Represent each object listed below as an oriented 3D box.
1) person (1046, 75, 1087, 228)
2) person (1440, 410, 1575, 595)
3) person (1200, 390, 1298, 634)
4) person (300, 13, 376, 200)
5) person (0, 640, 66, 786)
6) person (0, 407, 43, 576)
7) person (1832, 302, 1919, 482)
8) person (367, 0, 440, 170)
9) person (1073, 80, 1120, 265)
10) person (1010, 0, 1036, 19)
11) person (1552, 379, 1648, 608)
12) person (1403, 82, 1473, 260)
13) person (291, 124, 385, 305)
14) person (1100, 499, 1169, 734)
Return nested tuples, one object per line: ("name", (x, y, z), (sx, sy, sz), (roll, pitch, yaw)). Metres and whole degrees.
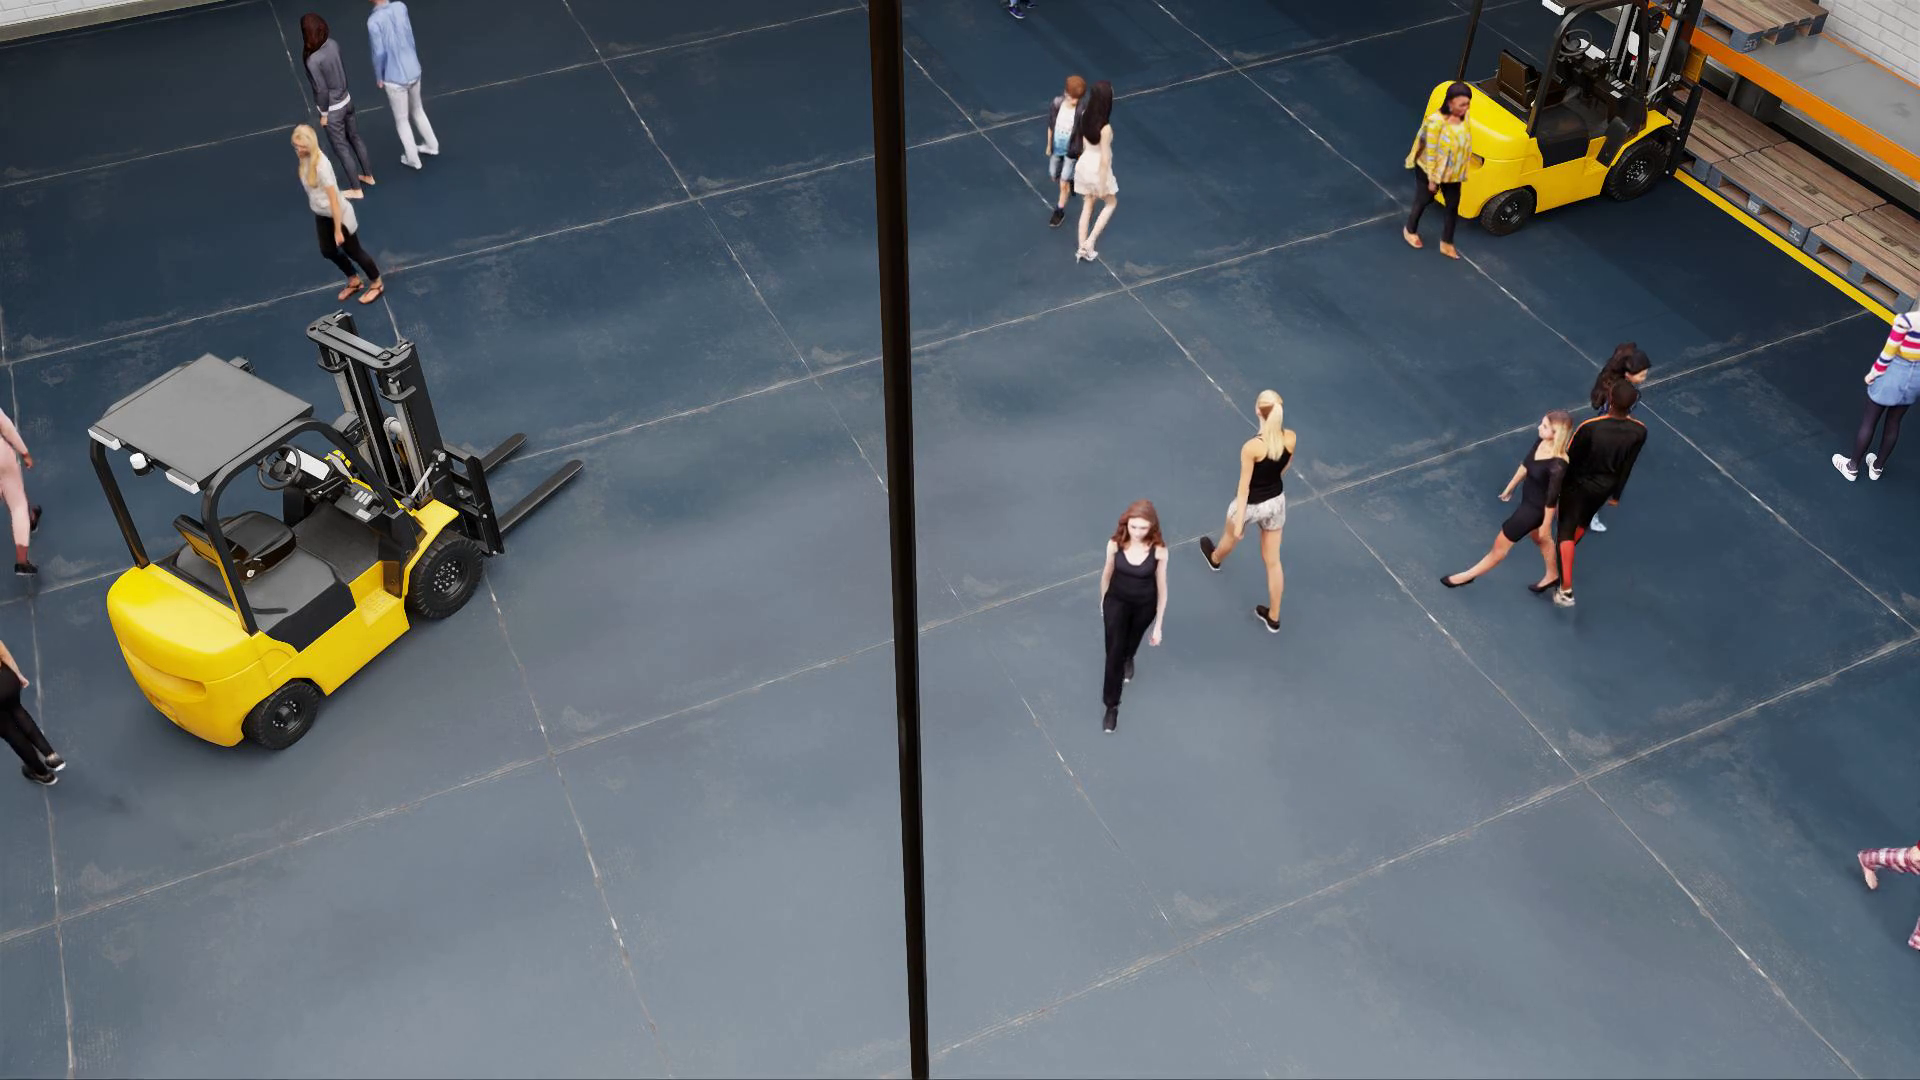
("person", (0.985, -3.559, 15.007), (0.865, 1.424, 0.872), (22, 48, 21))
("person", (3.990, -0.198, 11.336), (0.992, 1.621, 1.090), (3, 44, 4))
("person", (2.058, -0.160, 11.181), (0.717, 1.781, 1.201), (-14, 45, -14))
("person", (-5.699, -3.976, 15.195), (0.750, 1.768, 0.665), (9, 44, 10))
("person", (-5.816, 0.955, 10.112), (0.756, 1.640, 0.701), (18, 46, 18))
("person", (-6.757, -0.480, 11.591), (0.841, 1.679, 1.223), (-6, 44, -7))
("person", (6.929, -1.194, 12.246), (0.717, 1.808, 0.667), (0, 44, 0))
("person", (-5.222, -4.362, 15.518), (0.798, 1.882, 0.756), (19, 47, 19))
("person", (1.080, -3.119, 14.326), (0.672, 1.726, 0.537), (-23, 48, -22))
("person", (0.647, -6.275, 17.994), (0.681, 1.236, 0.653), (14, 45, 14))
("person", (4.306, -0.311, 11.338), (0.983, 1.781, 1.187), (1, 44, 1))
("person", (4.137, -3.265, 14.546), (0.747, 1.634, 0.868), (-22, 48, -22))
("person", (-5.160, -2.738, 13.883), (0.811, 1.785, 0.740), (-29, 51, -27))
("person", (1.131, 0.333, 10.716), (0.934, 1.708, 1.115), (4, 44, 5))
